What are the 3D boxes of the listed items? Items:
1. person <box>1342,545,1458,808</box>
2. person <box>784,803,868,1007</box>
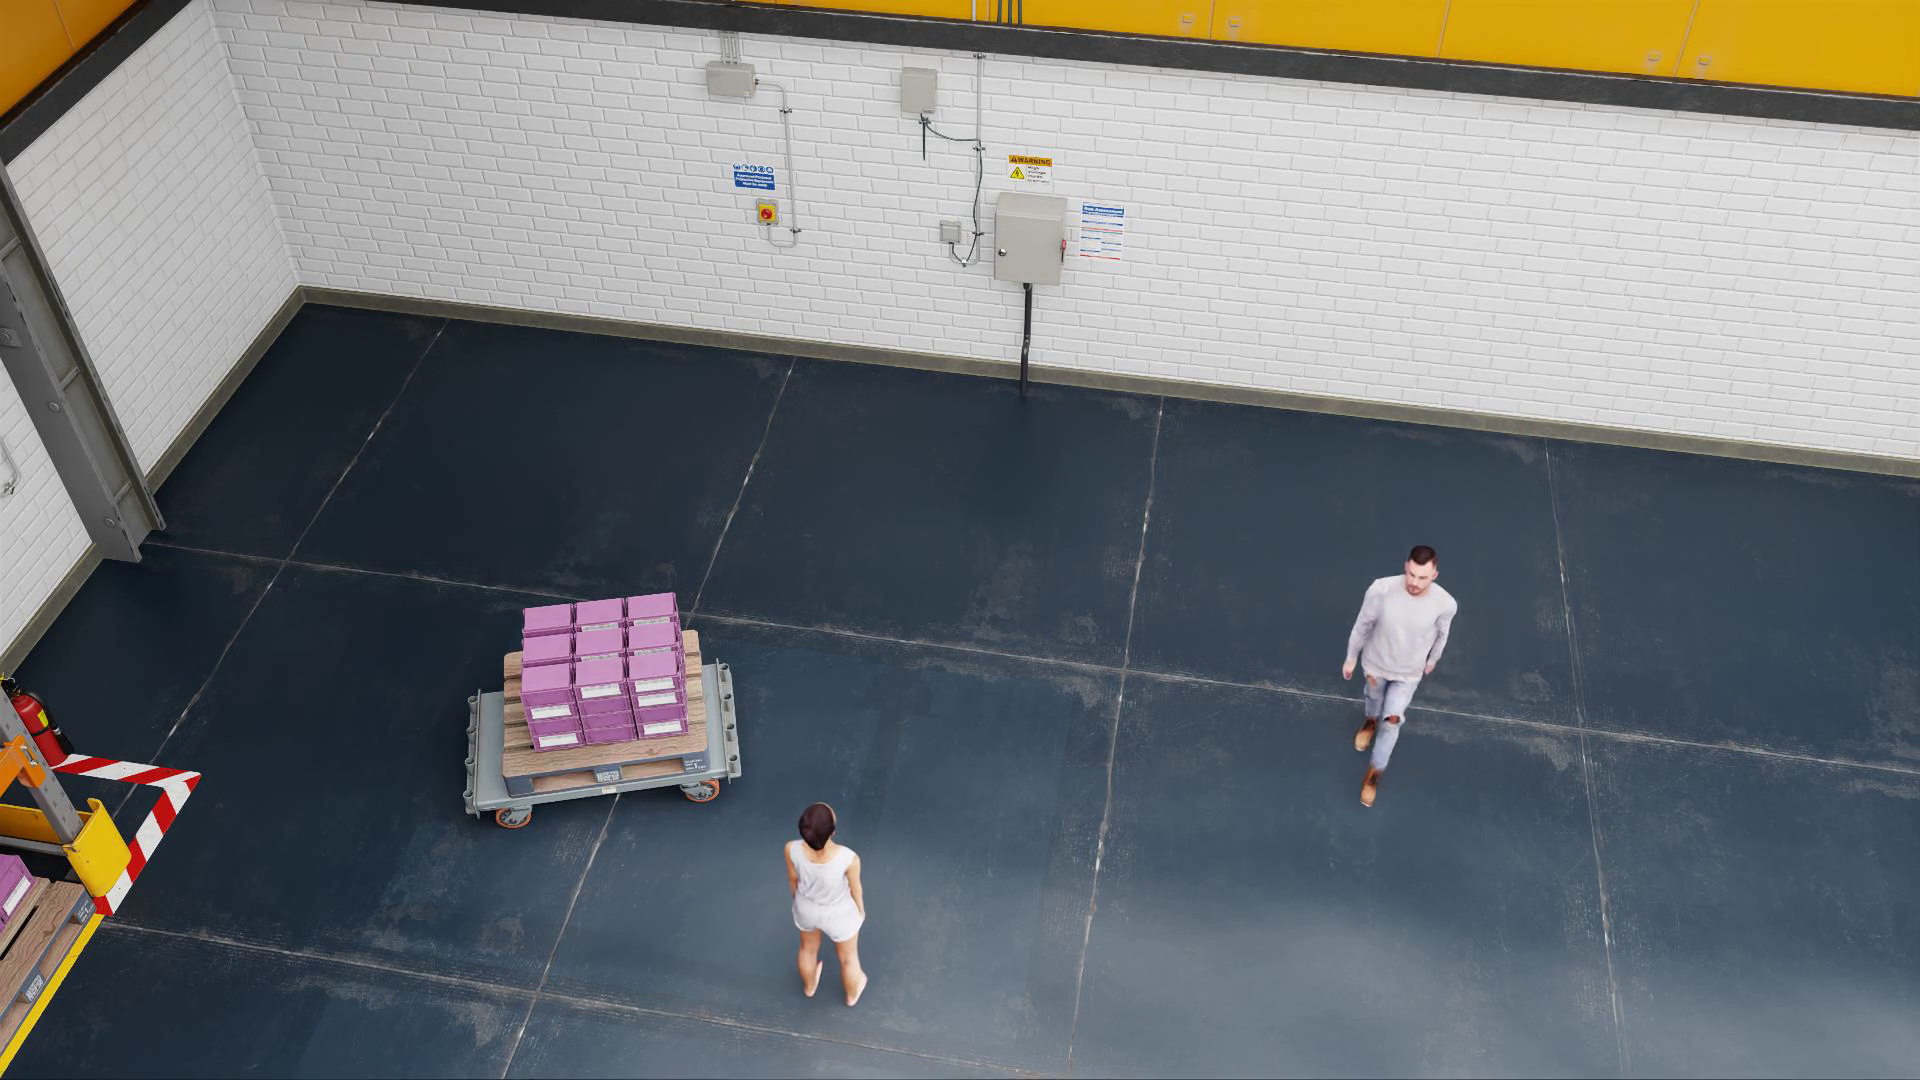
[{"bbox_3d":[2.622,0.658,10.021,0.836,1.805,1.059,18,46,18],"label":"person"},{"bbox_3d":[-0.713,1.943,8.813,0.560,1.612,0.518,9,44,10],"label":"person"}]
